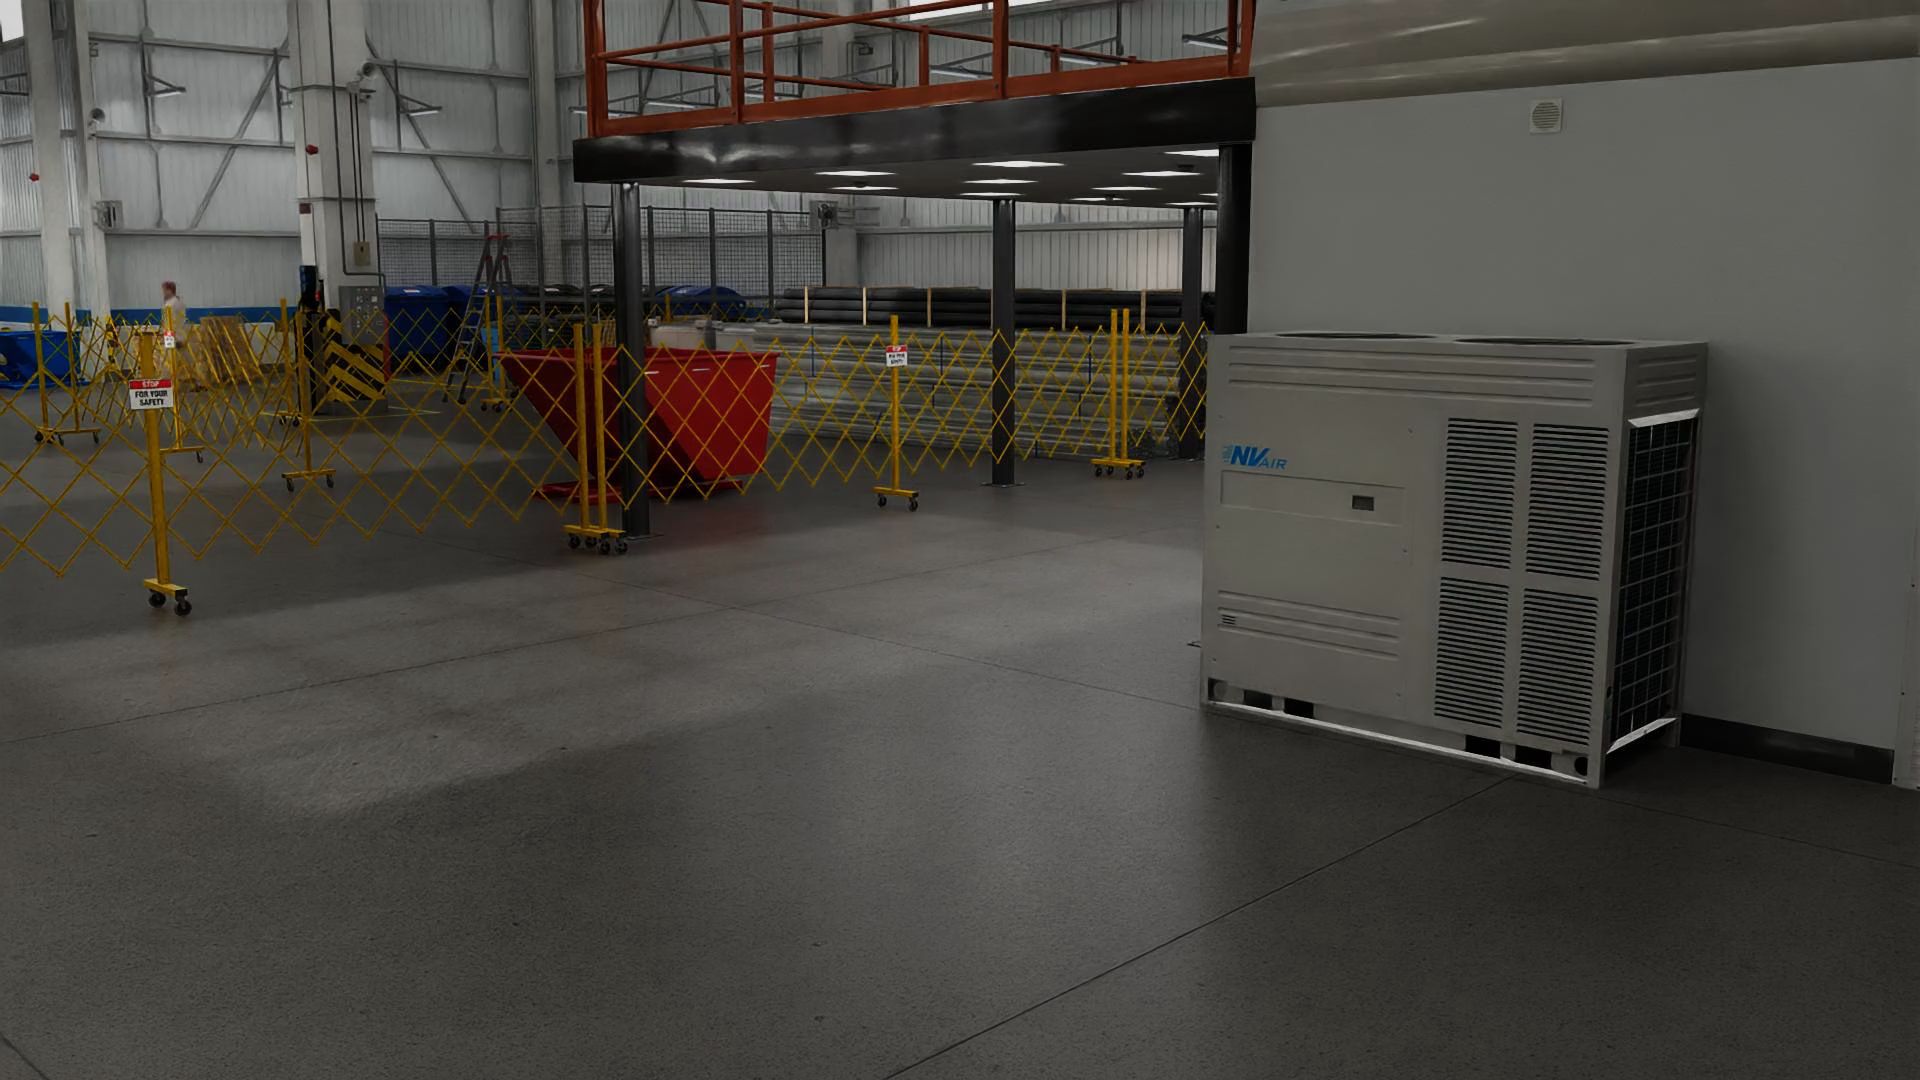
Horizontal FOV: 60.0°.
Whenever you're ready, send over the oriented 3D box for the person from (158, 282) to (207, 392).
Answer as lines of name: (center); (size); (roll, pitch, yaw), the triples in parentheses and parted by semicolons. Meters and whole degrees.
person: (-13.199, -3.397, 27.925); (1.015, 1.853, 0.666); (-1, 9, -8)
